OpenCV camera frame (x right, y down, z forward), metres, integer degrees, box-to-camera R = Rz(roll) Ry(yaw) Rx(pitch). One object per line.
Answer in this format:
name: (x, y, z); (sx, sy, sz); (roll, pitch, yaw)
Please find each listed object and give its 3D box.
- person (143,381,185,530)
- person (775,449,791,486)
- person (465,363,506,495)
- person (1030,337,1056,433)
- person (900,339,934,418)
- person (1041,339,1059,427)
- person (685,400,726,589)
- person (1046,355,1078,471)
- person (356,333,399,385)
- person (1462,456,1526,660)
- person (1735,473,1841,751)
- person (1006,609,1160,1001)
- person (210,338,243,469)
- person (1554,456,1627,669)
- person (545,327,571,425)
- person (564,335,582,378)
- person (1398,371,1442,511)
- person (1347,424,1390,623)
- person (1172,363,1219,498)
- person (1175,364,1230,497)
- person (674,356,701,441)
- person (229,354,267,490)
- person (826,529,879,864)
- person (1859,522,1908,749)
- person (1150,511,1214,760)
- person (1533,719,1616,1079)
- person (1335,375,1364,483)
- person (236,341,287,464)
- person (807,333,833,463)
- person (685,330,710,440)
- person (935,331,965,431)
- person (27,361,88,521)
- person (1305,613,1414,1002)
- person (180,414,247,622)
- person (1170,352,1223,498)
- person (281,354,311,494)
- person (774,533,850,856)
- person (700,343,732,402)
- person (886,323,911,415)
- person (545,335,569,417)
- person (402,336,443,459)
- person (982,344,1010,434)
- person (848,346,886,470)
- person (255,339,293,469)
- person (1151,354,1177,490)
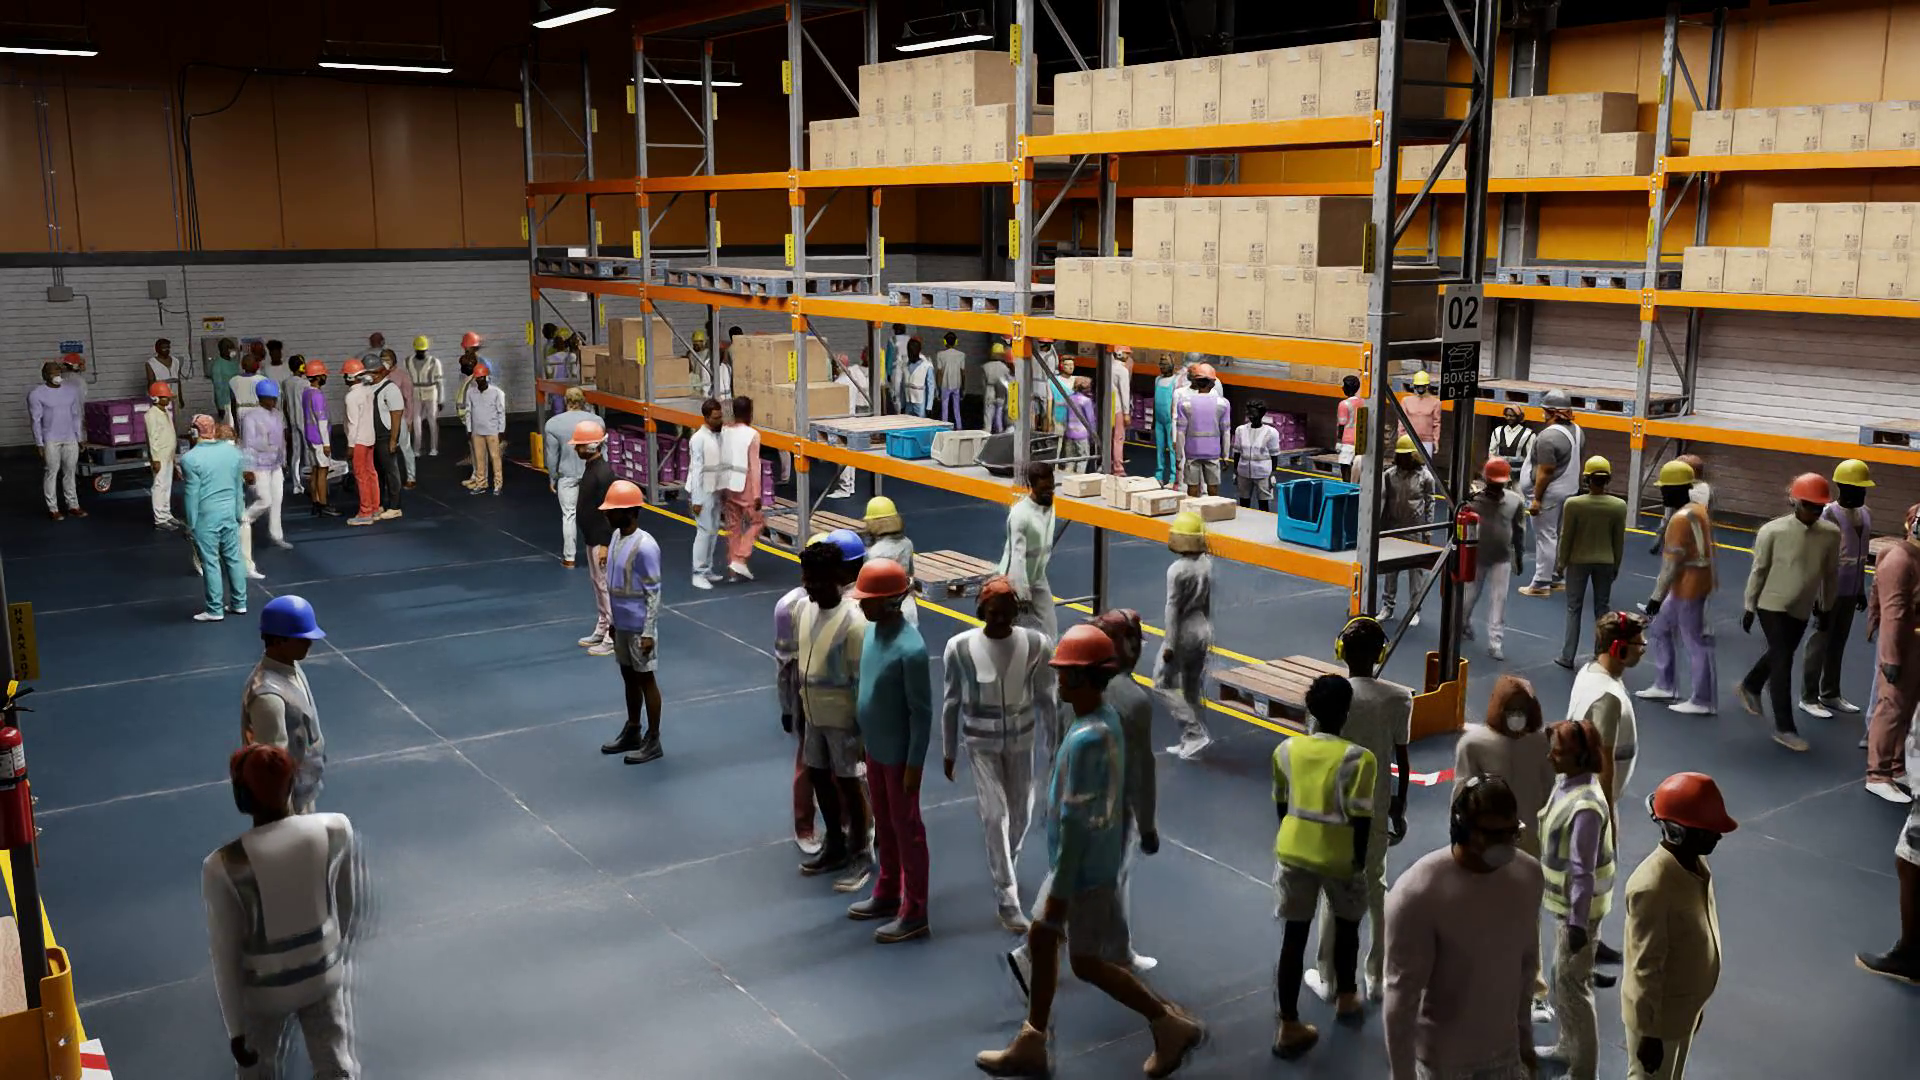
person: (-9.440, -1.006, 19.736); (0.341, 1.752, 0.563); (-1, 11, -7)
person: (-2.494, -1.631, 22.904); (0.314, 1.768, 0.526); (0, 11, 2)
person: (-6.322, -1.474, 22.130); (0.564, 1.751, 0.330); (2, 11, 10)
person: (1.306, -2.272, 25.773); (0.382, 1.928, 0.546); (-9, 14, -40)
person: (-0.625, -1.972, 24.260); (0.596, 1.916, 0.372); (10, 15, 40)
person: (1.494, -2.653, 27.825); (0.353, 1.886, 0.572); (0, 11, 1)
person: (-2.509, -0.465, 16.616); (0.419, 1.900, 0.670); (3, 12, 16)
person: (1.408, -1.573, 22.391); (0.567, 1.850, 0.389); (-6, 13, -28)
person: (-9.170, -2.345, 26.334); (0.664, 1.855, 0.996); (0, 11, -1)
person: (4.493, 0.107, 14.164); (0.603, 1.716, 0.783); (1, 11, 4)
person: (5.893, 0.434, 11.919); (0.630, 1.944, 1.043); (-1, 11, -6)
person: (0.586, 1.265, 7.872); (0.873, 1.873, 0.659); (-5, 12, -25)
person: (-10.615, -1.959, 24.137); (0.355, 1.937, 0.635); (0, 11, 0)
person: (5.161, 0.186, 13.633); (0.520, 1.760, 0.329); (0, 11, -1)
person: (-6.572, -2.586, 27.488); (0.617, 1.879, 0.662); (8, 14, 35)
person: (-6.064, -2.291, 26.121); (0.359, 1.837, 0.510); (-5, 12, -25)
person: (5.764, -1.241, 20.909); (0.522, 1.768, 0.312); (3, 12, 17)
person: (3.695, -0.159, 15.202); (0.383, 1.836, 0.568); (2, 11, 11)
person: (2.942, -1.279, 20.831); (0.575, 1.876, 0.355); (3, 11, 13)
person: (2.745, -0.974, 18.853); (0.612, 2.033, 0.399); (1, 11, 5)
person: (-4.114, -1.946, 24.879); (0.502, 1.627, 0.273); (-5, 12, -23)
person: (-9.563, -1.592, 22.506); (0.573, 1.841, 0.374); (0, 11, 2)
person: (-0.609, 0.894, 9.538); (0.402, 1.940, 0.602); (2, 11, 12)
person: (6.531, 0.613, 11.444); (0.524, 1.760, 0.328); (7, 13, 32)
person: (1.522, 0.662, 11.268); (0.379, 1.729, 0.498); (10, 15, 41)
person: (2.594, 1.539, 7.052); (0.322, 1.630, 0.579); (3, 11, 14)
person: (4.957, -1.244, 21.120); (0.536, 1.693, 0.319); (-10, 15, -43)
person: (-10.445, -2.027, 24.668); (0.729, 1.860, 0.576); (0, 11, 2)
person: (-2.194, -2.127, 24.974); (0.605, 1.948, 0.406); (3, 12, 17)
person: (-4.272, -2.519, 27.267); (0.590, 1.837, 0.404); (3, 11, 15)
person: (-0.162, -2.413, 26.684); (0.503, 1.861, 0.329); (-4, 12, -19)
person: (-11.008, -1.212, 20.317); (0.371, 1.940, 0.630); (6, 13, 28)
person: (1.856, 1.261, 7.836); (0.514, 1.872, 0.328); (0, 11, 0)
person: (-6.874, -0.207, 15.263); (0.402, 1.904, 0.652); (5, 12, 23)
person: (2.977, -1.454, 21.295); (0.674, 2.000, 0.535); (6, 13, 29)
person: (-8.749, -1.532, 22.128); (0.507, 1.874, 0.329); (4, 12, 20)
person: (-0.776, 0.890, 9.642); (0.585, 1.913, 0.438); (-5, 12, -26)
person: (-3.480, -1.894, 23.944); (0.343, 1.883, 0.585); (8, 14, 36)
person: (-1.054, -3.004, 29.764); (0.668, 1.827, 0.490); (-6, 13, -28)
person: (-6.240, -2.302, 26.144); (0.507, 1.843, 0.346); (-3, 12, -17)
person: (-8.188, -2.162, 25.344); (0.602, 1.869, 0.936); (0, 11, 1)
person: (0.594, -2.236, 26.184); (0.496, 1.697, 0.902); (5, 12, 22)
person: (-1.368, -1.897, 24.114); (0.646, 1.821, 0.609); (-2, 11, -13)
person: (-9.752, -1.913, 23.865); (0.641, 1.946, 0.426); (-7, 13, -31)
person: (2.799, -1.602, 22.552); (0.344, 1.847, 0.504); (-9, 15, -40)
